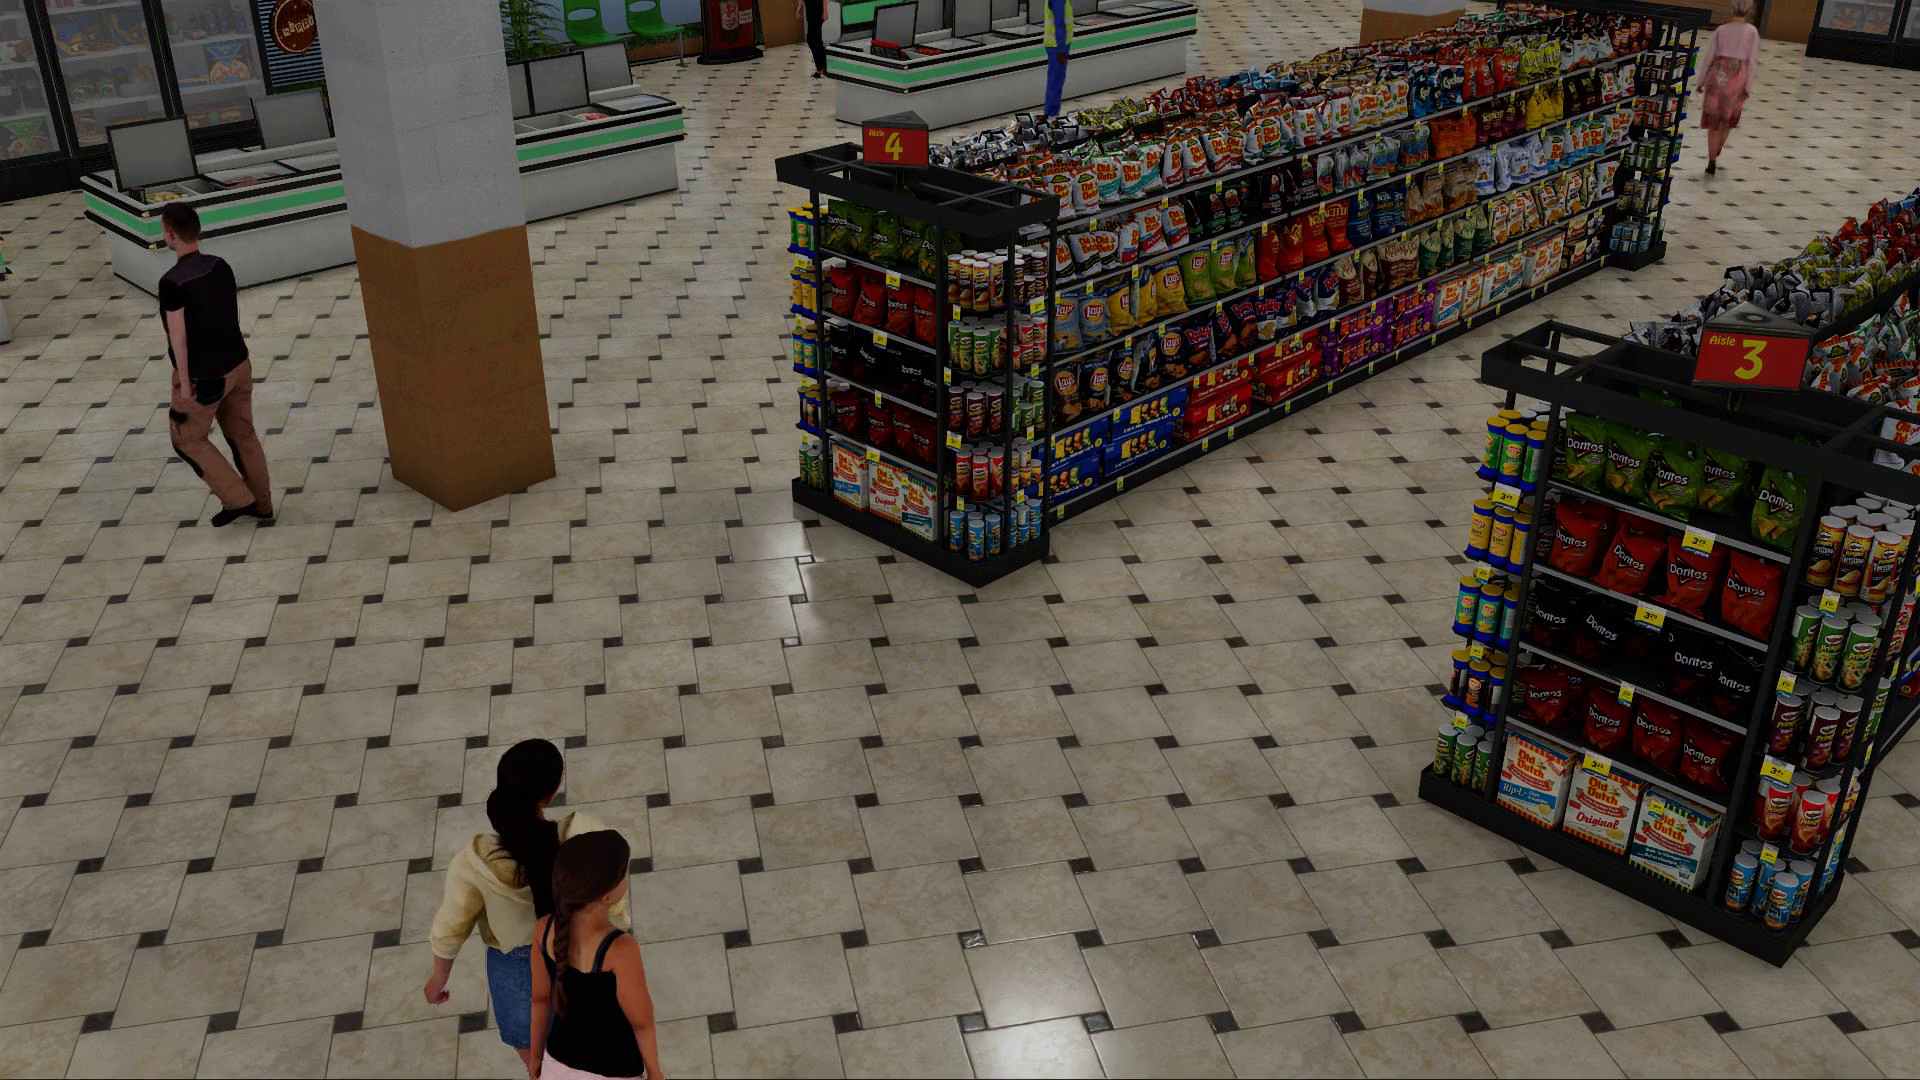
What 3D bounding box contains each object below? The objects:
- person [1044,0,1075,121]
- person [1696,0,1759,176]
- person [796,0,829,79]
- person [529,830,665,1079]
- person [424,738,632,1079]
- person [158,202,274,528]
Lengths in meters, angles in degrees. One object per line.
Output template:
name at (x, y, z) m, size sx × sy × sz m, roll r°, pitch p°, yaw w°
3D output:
person at (1.042, -5.239, 17.575) m, size 0.796 × 1.810 × 0.688 m, roll 5°, pitch 27°, yaw 10°
person at (7.353, -4.326, 15.946) m, size 0.908 × 1.656 × 1.108 m, roll 9°, pitch 28°, yaw 17°
person at (-1.683, -6.394, 20.096) m, size 0.621 × 1.590 × 0.624 m, roll -18°, pitch 32°, yaw -31°
person at (-1.038, 1.530, 4.533) m, size 0.761 × 1.533 × 1.090 m, roll 12°, pitch 29°, yaw 22°
person at (-1.190, 1.318, 4.878) m, size 0.755 × 1.600 × 0.816 m, roll -23°, pitch 35°, yaw -38°
person at (-3.992, -0.919, 9.034) m, size 0.860 × 1.829 × 0.756 m, roll 8°, pitch 28°, yaw 16°
